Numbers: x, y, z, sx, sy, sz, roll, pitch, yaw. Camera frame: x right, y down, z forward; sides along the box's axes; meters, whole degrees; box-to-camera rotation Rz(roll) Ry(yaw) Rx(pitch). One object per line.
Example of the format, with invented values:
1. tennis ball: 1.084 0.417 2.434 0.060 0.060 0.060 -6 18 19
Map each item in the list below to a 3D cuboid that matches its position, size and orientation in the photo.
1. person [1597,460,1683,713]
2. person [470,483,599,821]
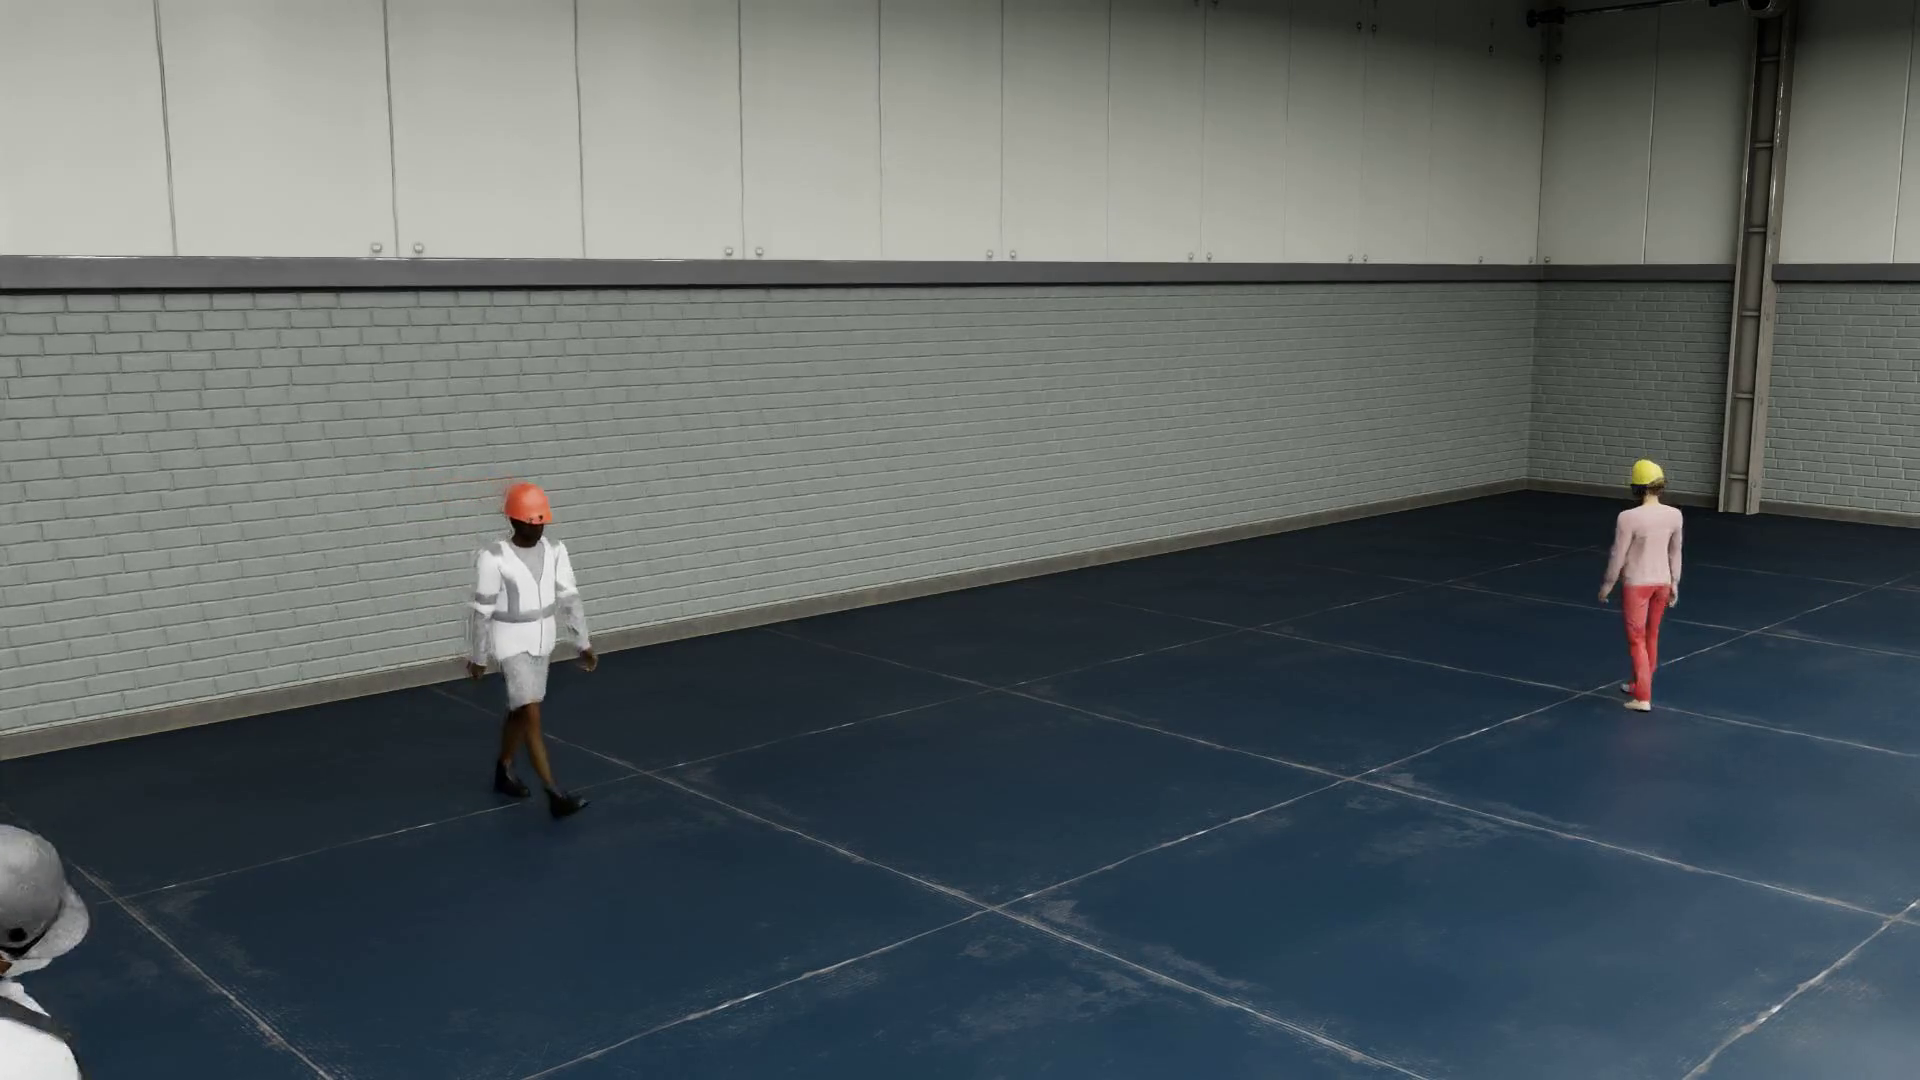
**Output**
1. person: 4.756 0.320 11.626 0.542 1.742 0.629 -3 10 -18
2. person: -2.392 0.605 9.328 1.040 1.865 0.552 7 11 37
